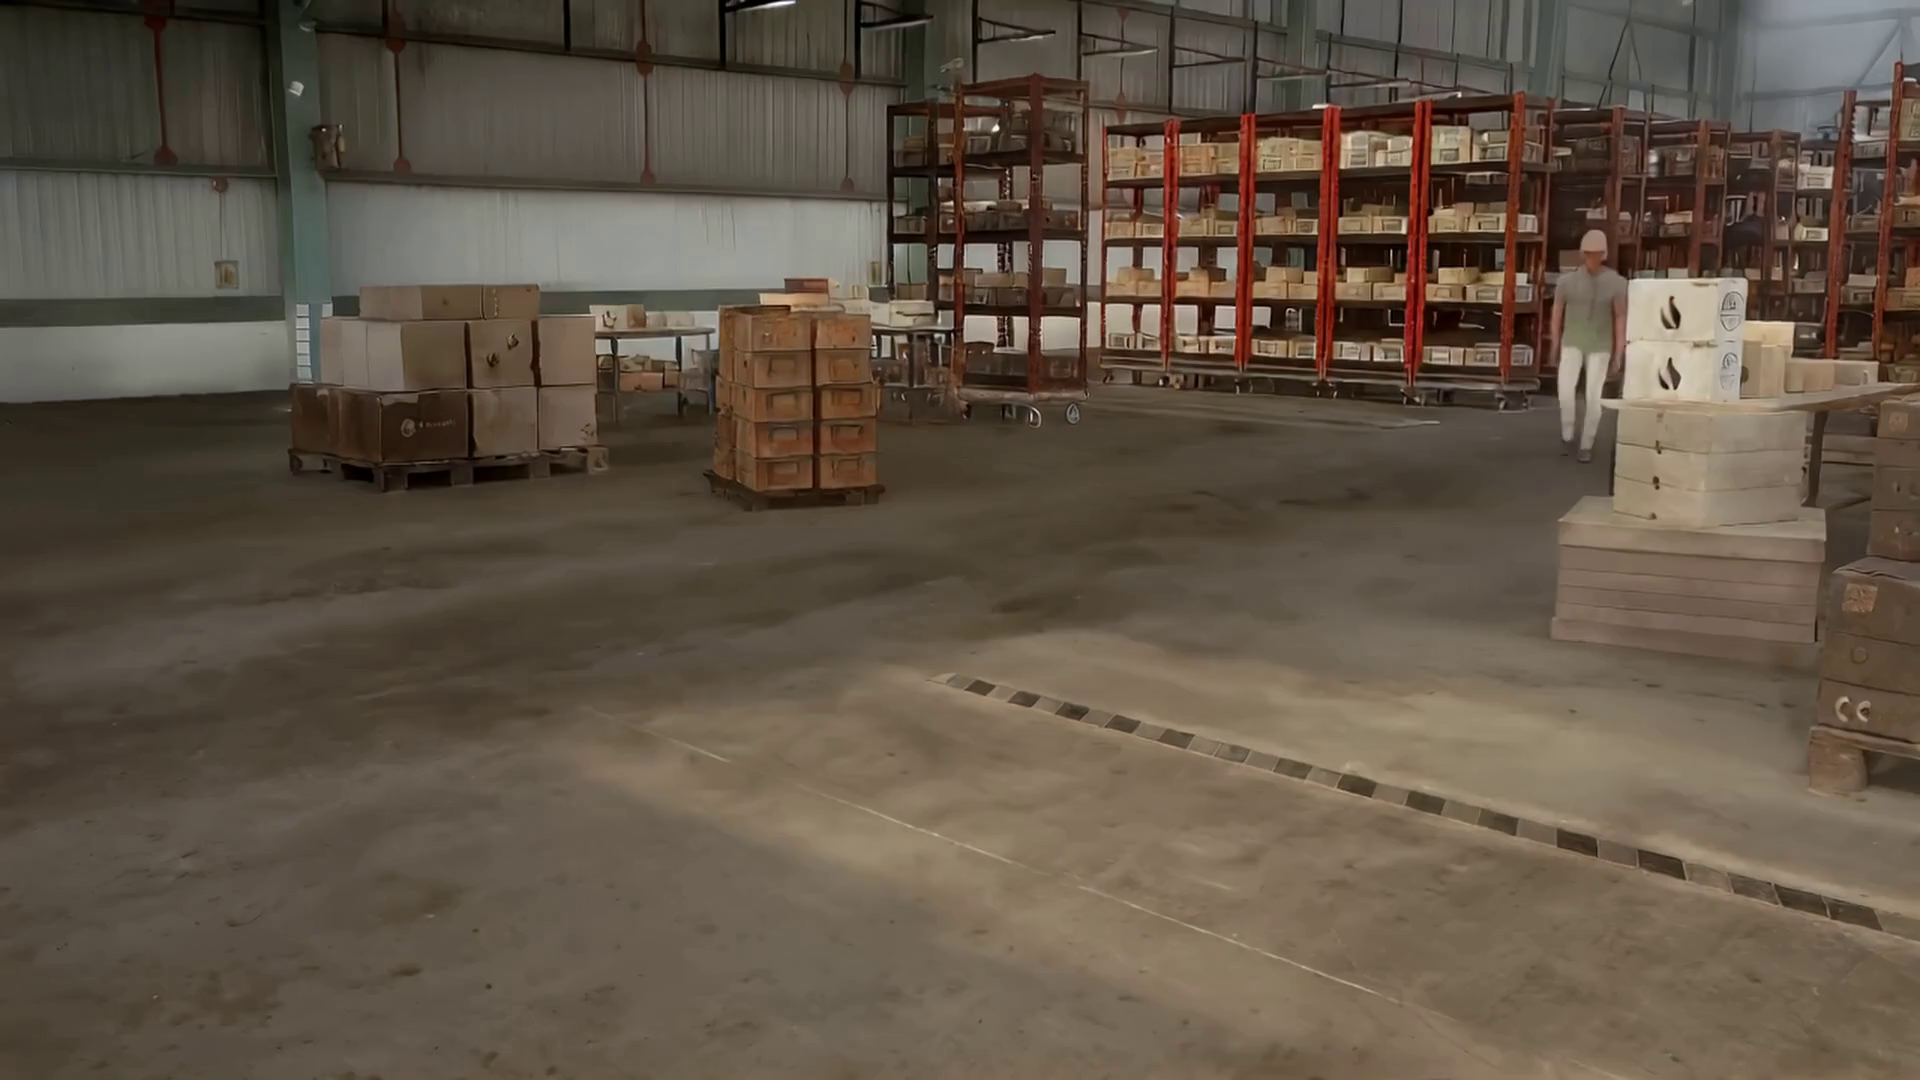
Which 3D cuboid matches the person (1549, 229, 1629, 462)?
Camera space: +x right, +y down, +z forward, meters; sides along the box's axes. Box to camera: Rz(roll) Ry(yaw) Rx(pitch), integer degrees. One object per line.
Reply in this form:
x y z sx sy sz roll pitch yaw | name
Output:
5.344 -1.643 14.177 0.644 1.980 0.517 5 11 28 | person
